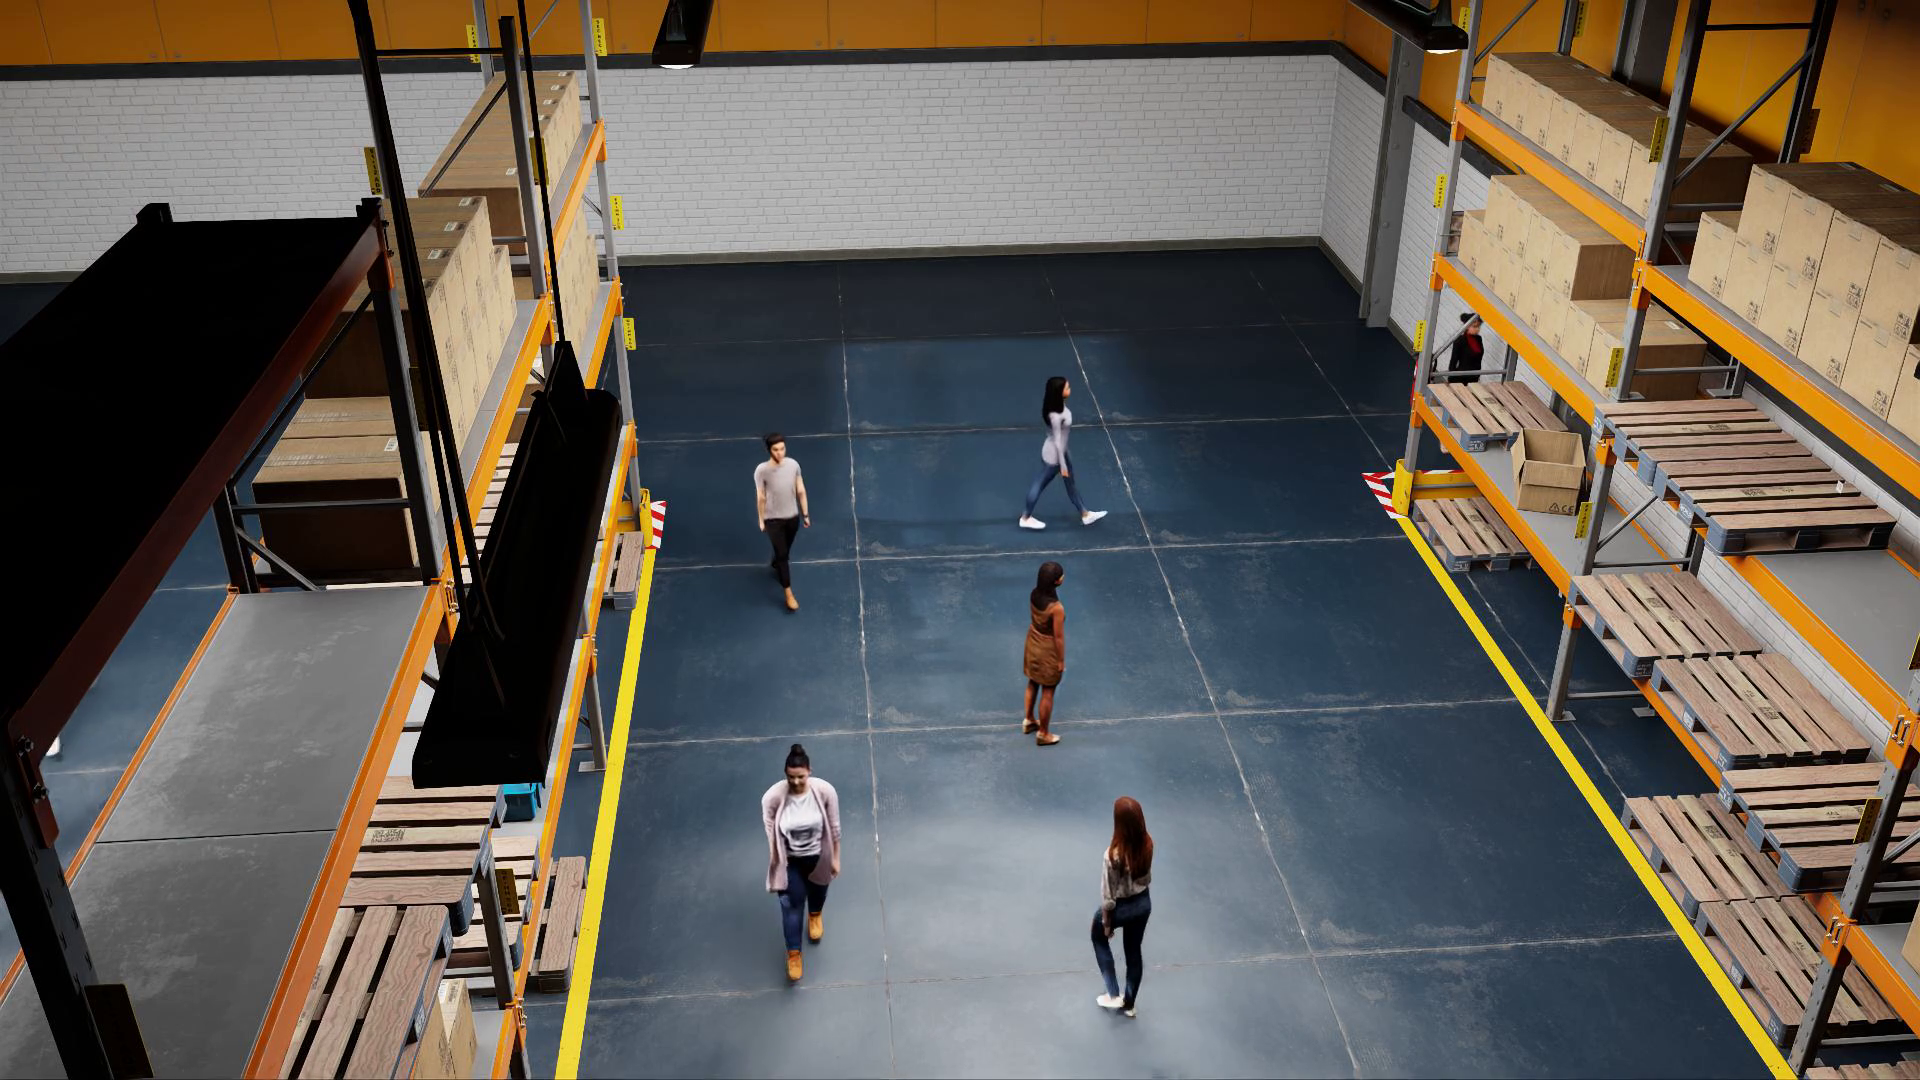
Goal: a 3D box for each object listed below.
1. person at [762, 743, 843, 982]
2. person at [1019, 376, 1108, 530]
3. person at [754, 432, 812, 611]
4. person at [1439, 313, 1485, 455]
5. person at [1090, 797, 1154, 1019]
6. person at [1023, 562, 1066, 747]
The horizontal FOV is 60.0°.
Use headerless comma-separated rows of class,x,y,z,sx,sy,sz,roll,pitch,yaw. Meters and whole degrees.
person,-1.066,2.095,11.477,0.717,1.711,1.011,-4,29,-8
person,0.859,-0.837,16.873,0.846,1.692,1.120,3,29,5
person,-1.716,-0.267,15.838,0.884,1.681,1.204,-13,31,-22
person,5.627,-1.757,18.614,0.675,1.640,0.720,-15,32,-25
person,1.128,2.449,10.822,0.659,1.718,0.678,-13,31,-22
person,0.689,0.922,13.656,0.699,1.684,0.589,-17,33,-28
